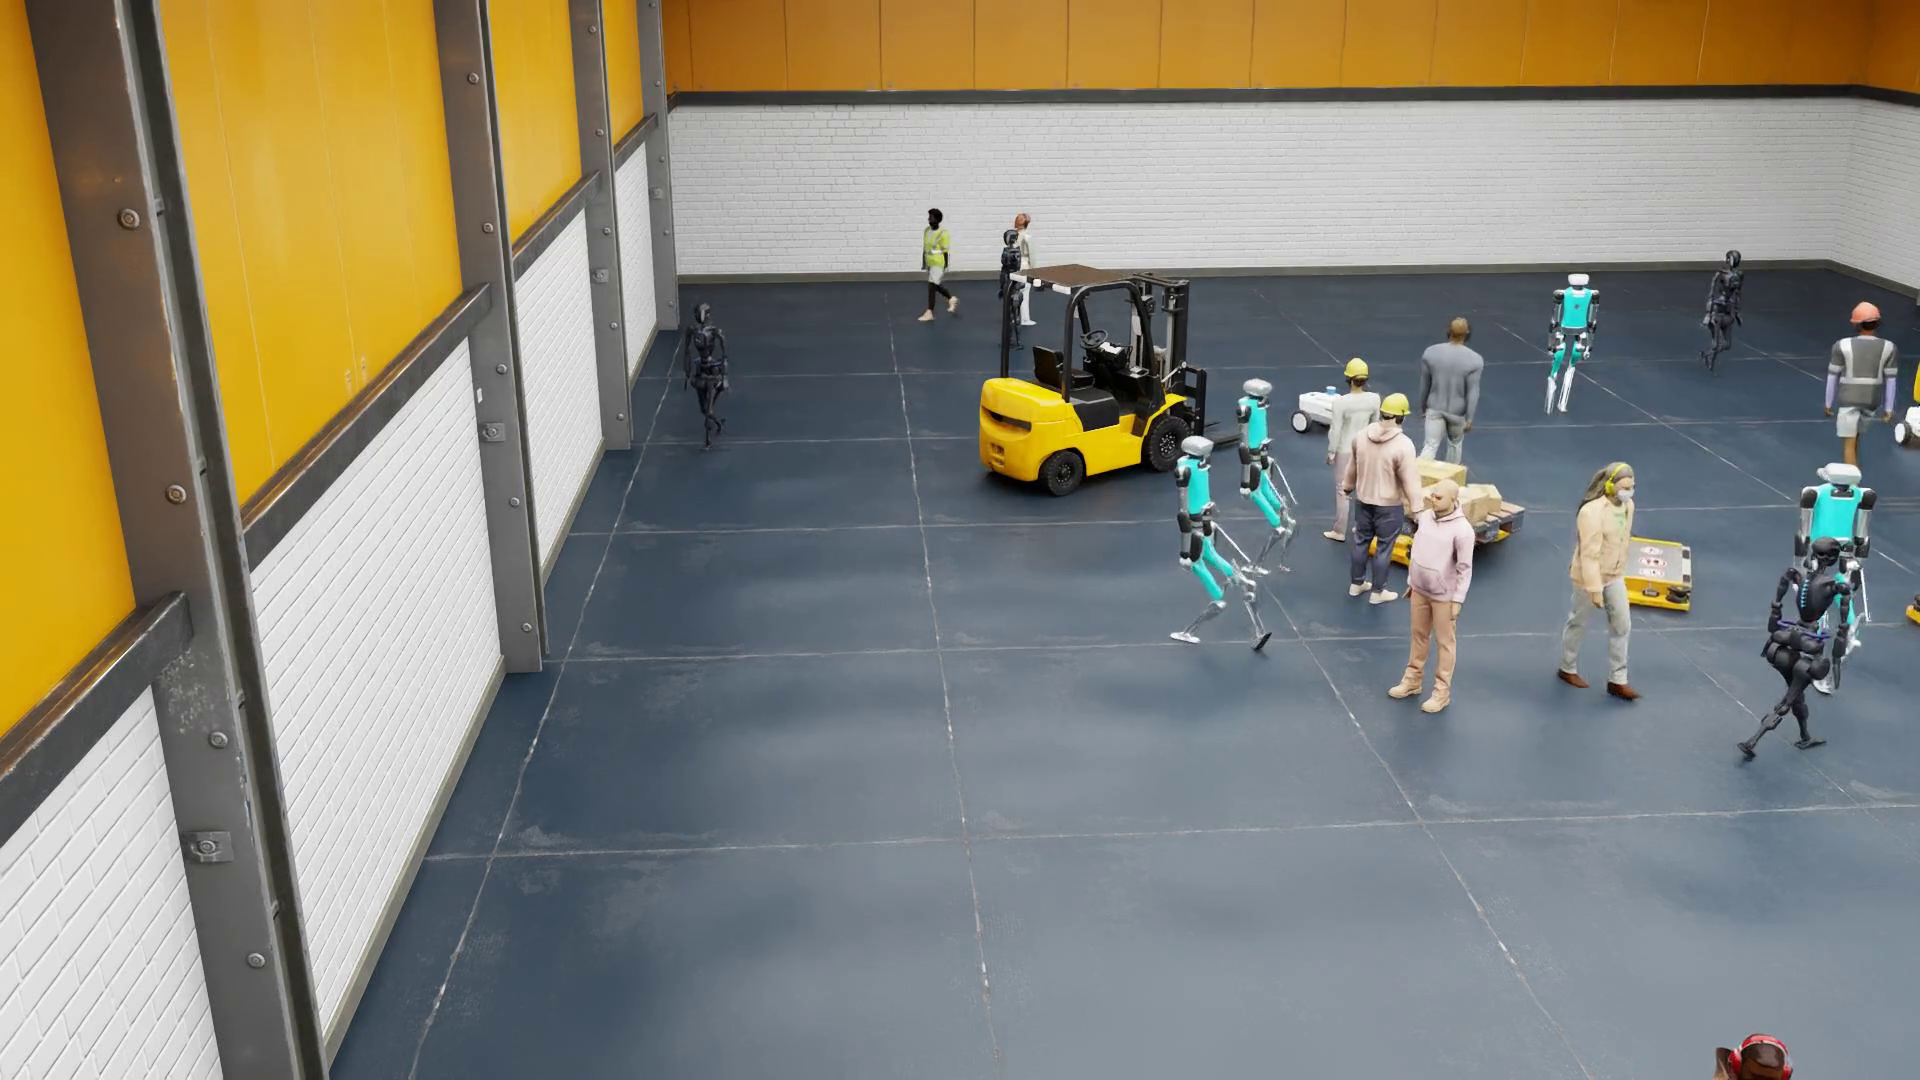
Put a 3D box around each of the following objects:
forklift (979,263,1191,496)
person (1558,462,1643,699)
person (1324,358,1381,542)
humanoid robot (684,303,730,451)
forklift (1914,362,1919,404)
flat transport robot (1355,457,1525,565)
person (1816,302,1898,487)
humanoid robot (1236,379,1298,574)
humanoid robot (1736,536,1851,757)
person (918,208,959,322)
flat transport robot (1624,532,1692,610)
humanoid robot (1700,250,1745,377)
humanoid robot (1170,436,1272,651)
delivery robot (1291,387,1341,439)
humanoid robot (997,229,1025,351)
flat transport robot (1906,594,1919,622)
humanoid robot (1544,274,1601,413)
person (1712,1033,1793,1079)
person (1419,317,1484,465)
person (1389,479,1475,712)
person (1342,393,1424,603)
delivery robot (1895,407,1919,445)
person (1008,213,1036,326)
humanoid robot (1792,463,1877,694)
[{"bbox_3d":[1.315,-1.764,17.646,2.313,2.155,1.214,-14,24,-33],"label":"forklift"},{"bbox_3d":[4.874,0.321,12.461,0.565,1.847,0.792,-9,22,-23],"label":"person"},{"bbox_3d":[3.705,-0.847,15.760,0.525,1.768,0.328,-7,21,-18],"label":"person"},{"bbox_3d":[-2.809,-1.876,18.733,0.614,1.635,0.704,9,22,23],"label":"humanoid robot"},{"bbox_3d":[12.602,-2.435,19.475,2.313,2.155,1.214,-1,20,-4],"label":"forklift"},{"bbox_3d":[4.520,-0.052,15.768,1.431,0.231,0.659,-15,25,-36],"label":"flat transport robot"},{"bbox_3d":[9.182,-1.408,16.987,0.610,1.994,0.976,2,20,7],"label":"person"},{"bbox_3d":[2.833,-0.501,14.984,0.751,1.870,0.552,12,23,29],"label":"humanoid robot"},{"bbox_3d":[5.851,0.762,11.616,0.790,1.620,0.601,-12,24,-30],"label":"humanoid robot"},{"bbox_3d":[-0.322,-4.135,24.848,0.755,1.673,0.533,-13,24,-32],"label":"person"},{"bbox_3d":[6.178,0.269,14.894,0.659,0.231,1.431,8,22,20],"label":"flat transport robot"},{"bbox_3d":[9.892,-2.984,21.720,0.611,1.636,0.492,-8,22,-22],"label":"humanoid robot"},{"bbox_3d":[2.165,0.078,13.293,0.965,1.765,0.541,11,23,28],"label":"humanoid robot"},{"bbox_3d":[4.253,-1.478,19.223,0.521,0.583,0.737,-16,26,-37],"label":"delivery robot"},{"bbox_3d":[0.717,-3.465,23.004,0.315,1.657,0.599,-8,22,-20],"label":"humanoid robot"},{"bbox_3d":[8.478,0.781,13.499,0.659,0.231,1.431,-3,20,-9],"label":"flat transport robot"},{"bbox_3d":[7.254,-2.296,19.908,0.541,1.883,0.762,3,20,8],"label":"humanoid robot"},{"bbox_3d":[3.000,2.607,6.514,0.463,1.650,0.311,-2,20,-6],"label":"person"},{"bbox_3d":[4.918,-1.305,16.817,0.625,1.903,0.953,10,23,26],"label":"person"},{"bbox_3d":[3.547,0.393,12.357,0.406,1.784,0.522,-13,24,-31],"label":"person"},{"bbox_3d":[3.607,-0.351,14.286,0.435,1.853,0.825,-16,26,-37],"label":"person"},{"bbox_3d":[10.891,-1.247,18.611,0.499,0.595,0.783,1,20,3],"label":"delivery robot"},{"bbox_3d":[0.899,-3.980,24.480,0.308,1.636,0.522,-18,27,-40],"label":"person"},{"bbox_3d":[6.603,0.378,12.555,0.537,1.841,0.714,2,20,6],"label":"humanoid robot"}]
